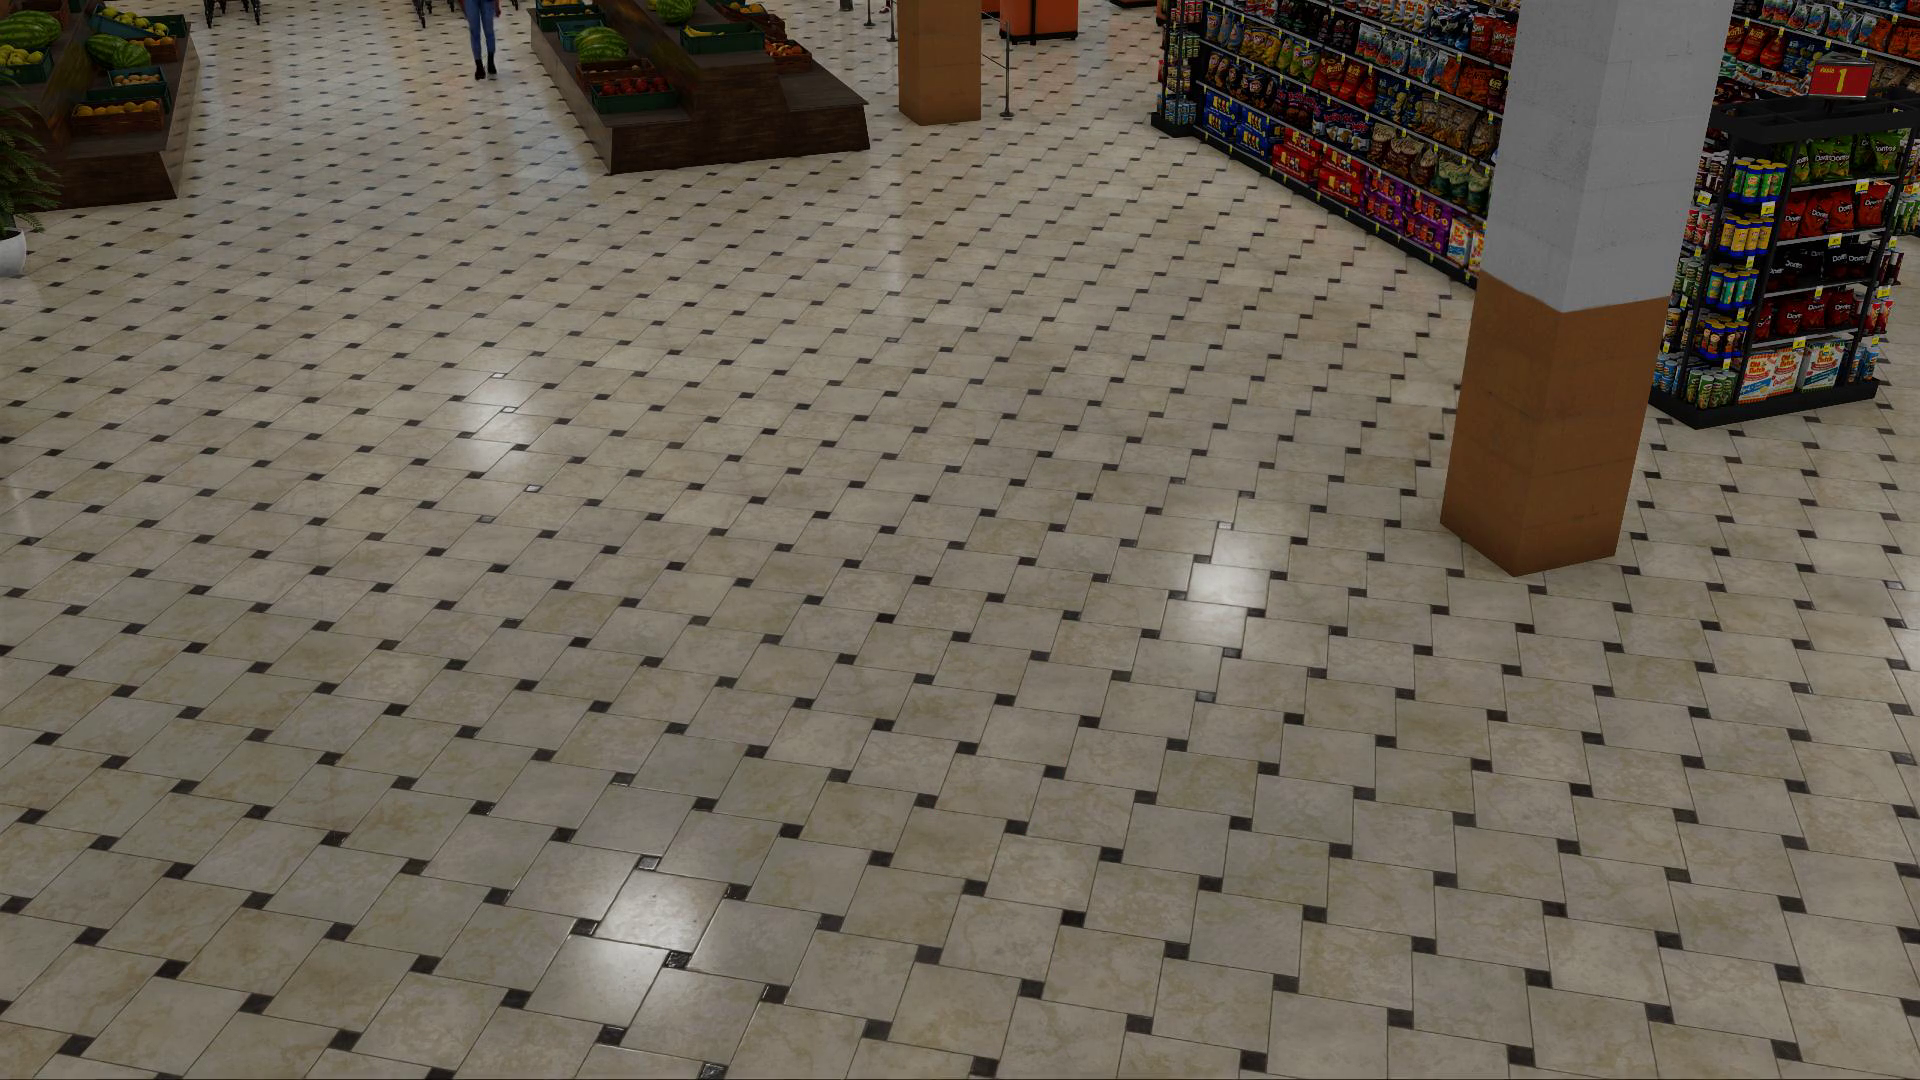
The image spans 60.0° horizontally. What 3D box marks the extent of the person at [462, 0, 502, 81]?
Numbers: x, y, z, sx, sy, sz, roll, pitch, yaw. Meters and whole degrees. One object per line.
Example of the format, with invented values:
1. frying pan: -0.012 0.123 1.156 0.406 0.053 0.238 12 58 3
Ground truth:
1. person: -5.548 -6.213 19.231 0.661 1.669 1.029 -6 29 -12
